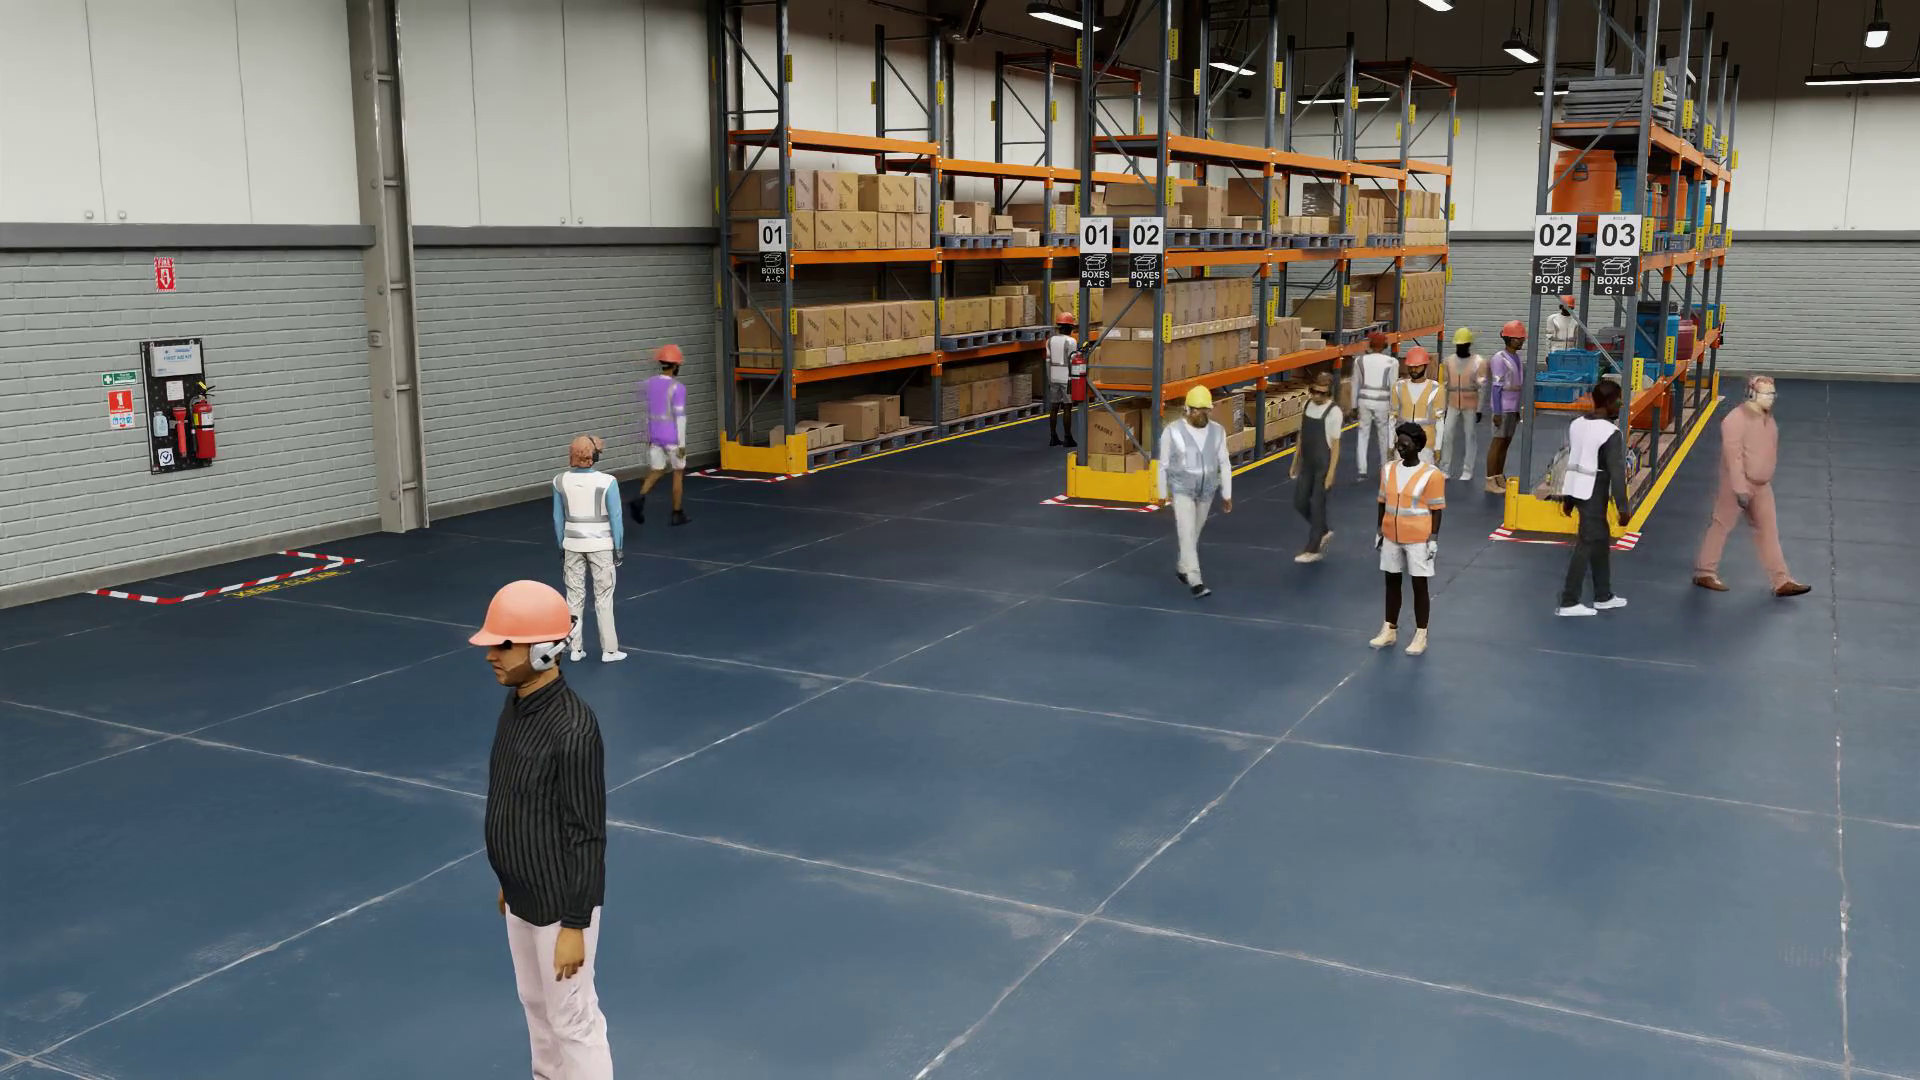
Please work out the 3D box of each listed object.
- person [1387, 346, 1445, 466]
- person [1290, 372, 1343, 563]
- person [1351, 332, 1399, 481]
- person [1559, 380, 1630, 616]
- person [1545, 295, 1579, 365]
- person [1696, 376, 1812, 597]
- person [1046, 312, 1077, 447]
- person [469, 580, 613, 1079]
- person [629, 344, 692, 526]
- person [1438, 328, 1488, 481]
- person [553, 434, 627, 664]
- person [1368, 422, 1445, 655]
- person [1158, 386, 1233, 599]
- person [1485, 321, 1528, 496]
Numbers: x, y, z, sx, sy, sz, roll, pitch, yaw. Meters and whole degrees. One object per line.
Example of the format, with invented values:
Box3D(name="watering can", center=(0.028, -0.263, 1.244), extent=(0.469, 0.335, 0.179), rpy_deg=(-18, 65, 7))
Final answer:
Box3D(name="person", center=(4.560, -0.975, 16.687), extent=(0.552, 1.935, 0.374), rpy_deg=(5, 12, 26))
Box3D(name="person", center=(3.337, -0.666, 15.385), extent=(0.527, 1.803, 0.555), rpy_deg=(-7, 13, -35))
Box3D(name="person", center=(5.194, -1.675, 20.772), extent=(0.603, 1.840, 0.888), rpy_deg=(5, 12, 26))
Box3D(name="person", center=(5.173, -0.327, 13.281), extent=(0.802, 1.887, 0.614), rpy_deg=(-2, 11, -8))
Box3D(name="person", center=(10.368, -3.204, 28.582), extent=(0.604, 2.034, 0.386), rpy_deg=(0, 10, -2))
Box3D(name="person", center=(6.676, -0.439, 13.964), extent=(0.642, 1.856, 0.990), rpy_deg=(-5, 12, -27))
Box3D(name="person", center=(1.493, -2.300, 23.936), extent=(0.542, 1.930, 0.375), rpy_deg=(9, 14, 42))
Box3D(name="person", center=(-1.300, 1.102, 5.206), extent=(0.375, 1.995, 0.610), rpy_deg=(-8, 13, -36))
Box3D(name="person", center=(-3.093, -1.062, 17.224), extent=(0.561, 1.918, 0.703), rpy_deg=(6, 12, 30))
Box3D(name="person", center=(6.138, -1.638, 20.408), extent=(0.608, 1.892, 0.837), rpy_deg=(8, 13, 38))
Box3D(name="person", center=(-2.628, 0.071, 11.795), extent=(0.514, 1.641, 0.309), rpy_deg=(2, 11, 10))
Box3D(name="person", center=(3.256, -0.012, 12.100), extent=(0.316, 1.696, 0.552), rpy_deg=(-9, 14, -41))
Box3D(name="person", center=(2.006, -0.420, 14.113), extent=(0.595, 1.775, 0.969), rpy_deg=(-3, 11, -17))
Box3D(name="person", center=(6.443, -1.549, 19.527), extent=(0.394, 2.042, 0.611), rpy_deg=(9, 14, 40))
